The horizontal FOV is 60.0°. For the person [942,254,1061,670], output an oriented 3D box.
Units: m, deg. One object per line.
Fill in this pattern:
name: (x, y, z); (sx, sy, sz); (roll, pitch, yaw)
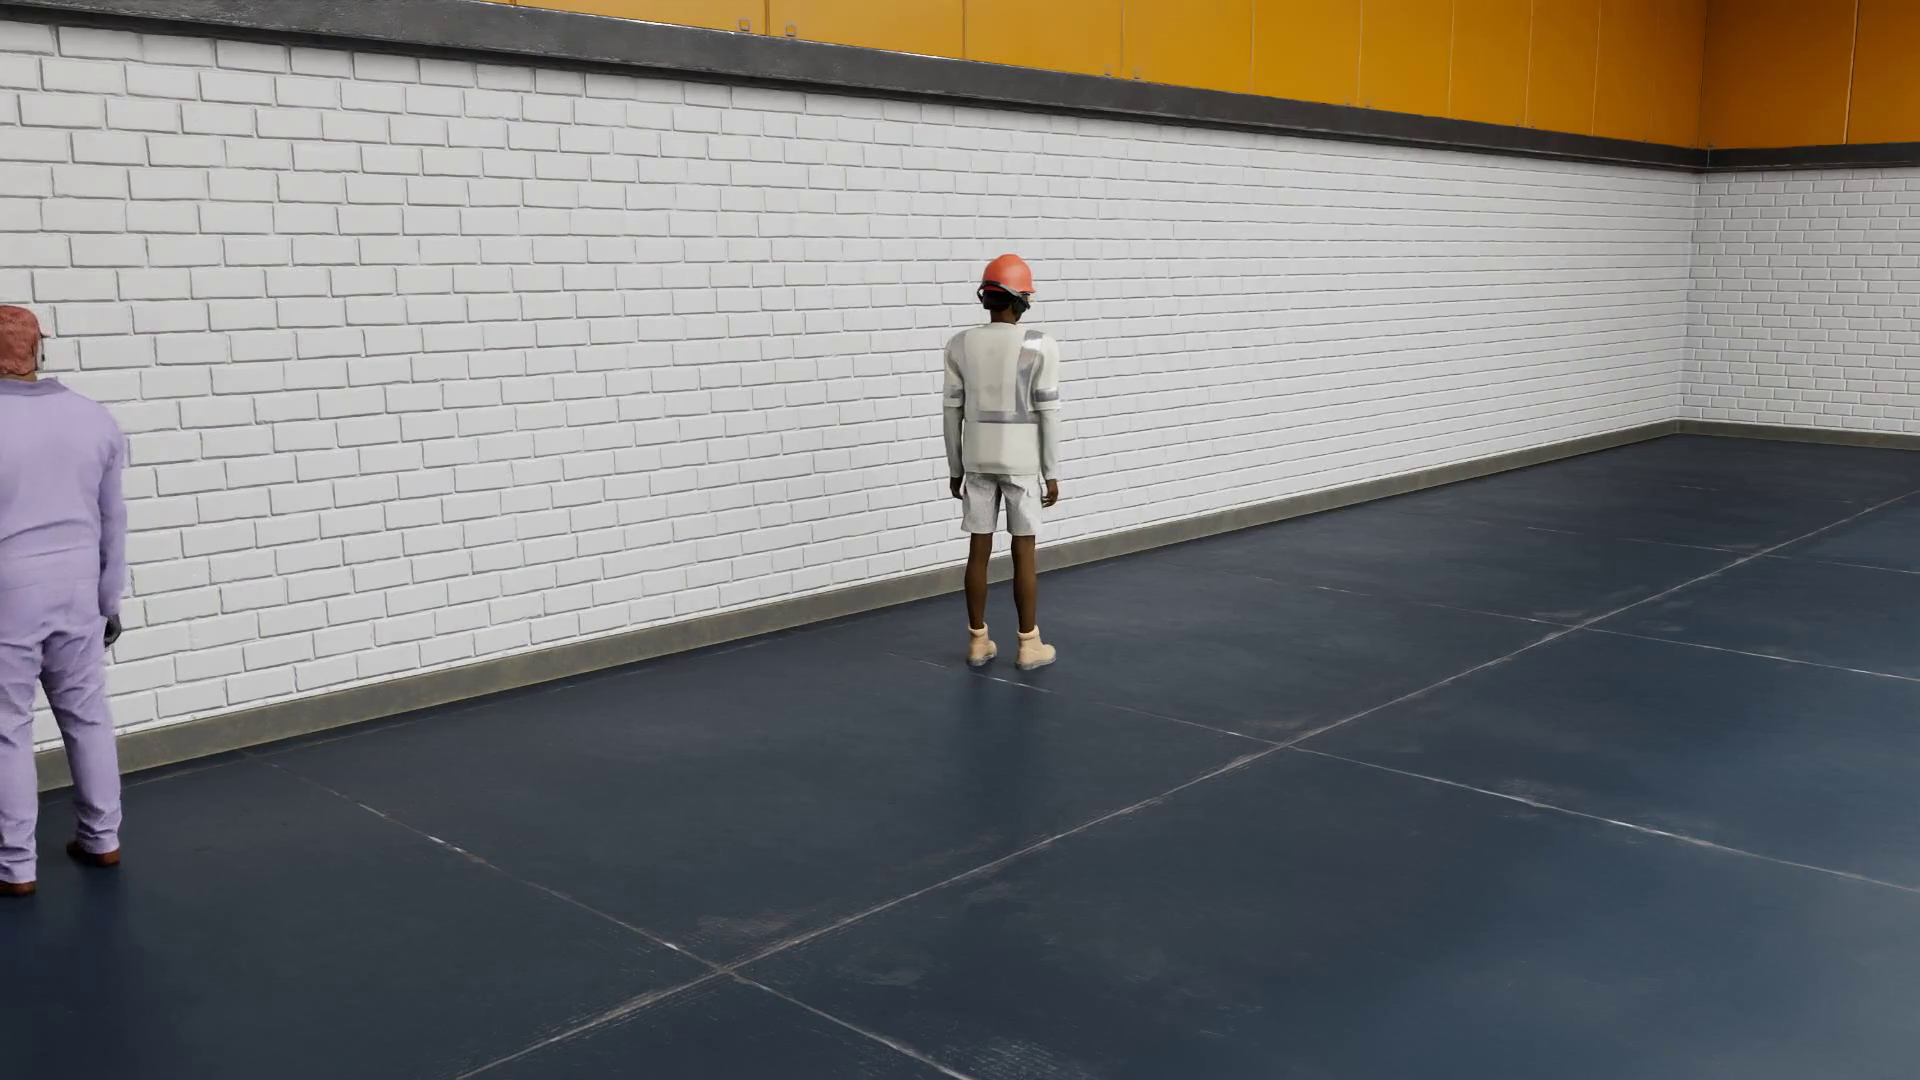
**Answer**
person: (0.216, -0.380, 8.236); (0.609, 2.044, 0.395); (4, 11, 23)

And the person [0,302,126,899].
person: (-3.028, 0.194, 5.372); (0.404, 1.905, 0.684); (5, 11, 29)
